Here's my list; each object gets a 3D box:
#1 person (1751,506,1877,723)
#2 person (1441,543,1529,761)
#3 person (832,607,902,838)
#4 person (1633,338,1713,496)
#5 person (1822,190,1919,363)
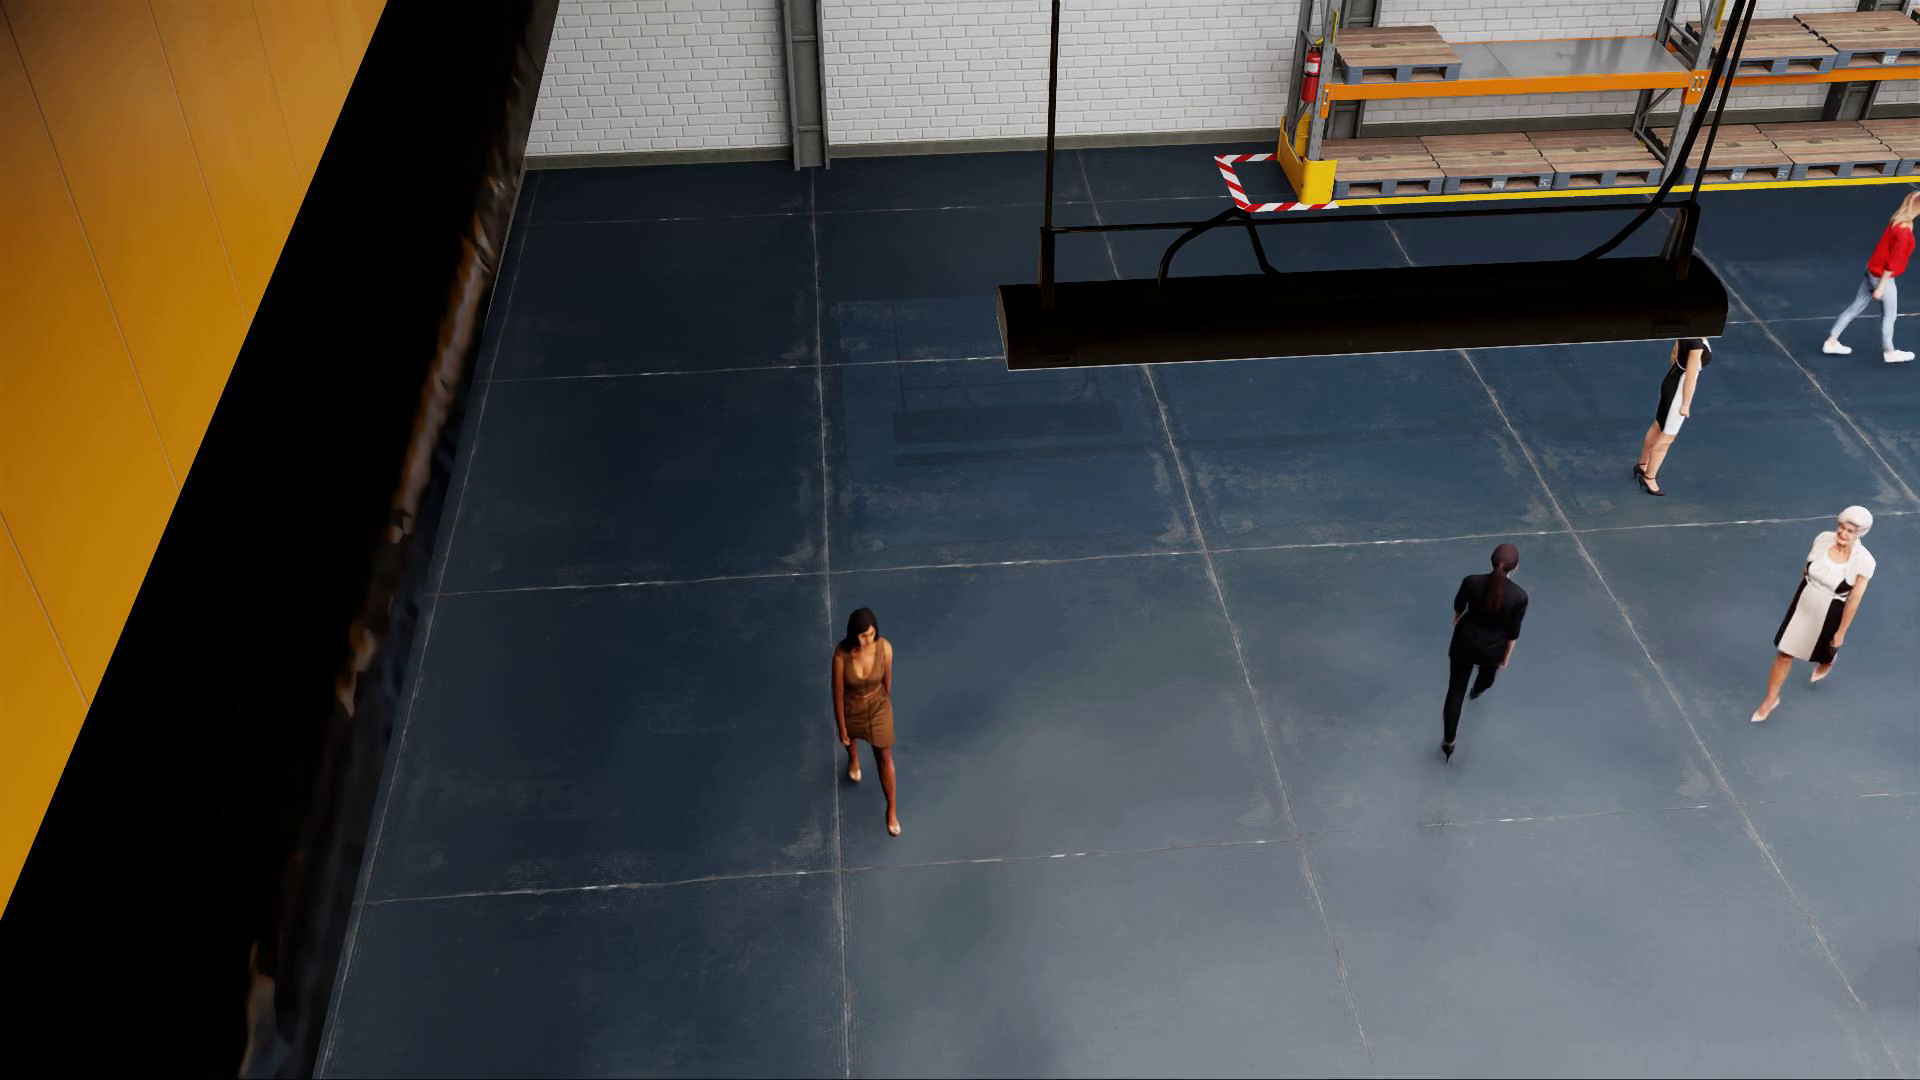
[{"bbox_3d":[5.917,0.488,11.329,1.167,1.723,0.958,-23,44,-26],"label":"person"},{"bbox_3d":[3.419,0.781,11.057,1.124,1.605,1.016,15,41,18],"label":"person"},{"bbox_3d":[-0.660,1.042,10.702,1.056,1.641,0.776,-11,40,-13],"label":"person"},{"bbox_3d":[5.759,-1.173,13.350,0.563,1.796,0.628,5,39,6],"label":"person"},{"bbox_3d":[8.185,-2.363,14.936,1.059,1.676,0.811,8,39,10],"label":"person"}]
